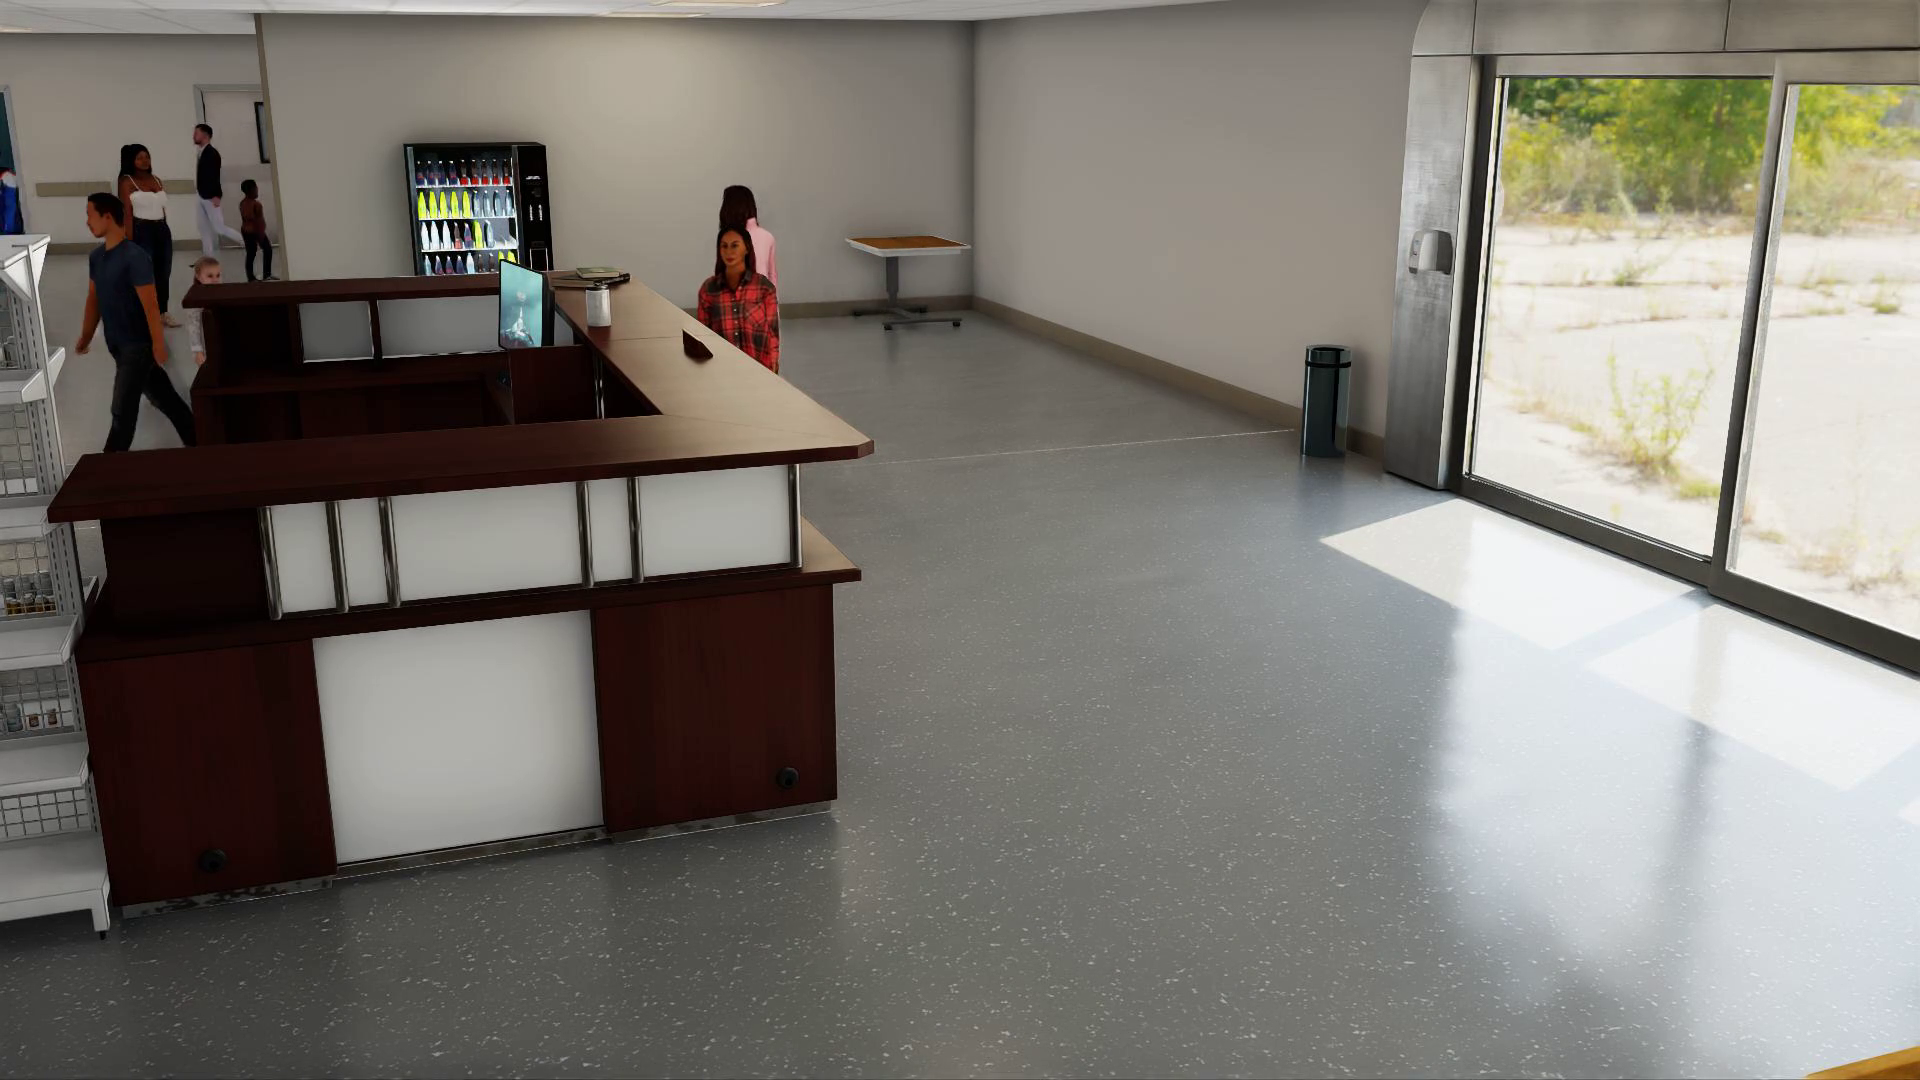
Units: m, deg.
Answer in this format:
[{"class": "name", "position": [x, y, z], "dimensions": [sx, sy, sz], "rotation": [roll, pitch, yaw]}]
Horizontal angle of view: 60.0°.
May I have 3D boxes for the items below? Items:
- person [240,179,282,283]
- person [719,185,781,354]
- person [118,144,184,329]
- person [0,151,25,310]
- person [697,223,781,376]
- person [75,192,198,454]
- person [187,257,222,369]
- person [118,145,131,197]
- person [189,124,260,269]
[{"class": "person", "position": [-8.470, -3.646, 19.797], "dimensions": [0.688, 1.241, 0.748], "rotation": [7, 17, 24]}, {"class": "person", "position": [-1.284, -1.337, 10.636], "dimensions": [1.109, 1.768, 0.860], "rotation": [-10, 19, -33]}, {"class": "person", "position": [-8.014, -2.980, 16.389], "dimensions": [0.808, 1.808, 0.745], "rotation": [8, 17, 25]}, {"class": "person", "position": [-10.061, -3.300, 17.656], "dimensions": [0.940, 1.736, 0.974], "rotation": [5, 16, 16]}, {"class": "person", "position": [-1.200, -0.893, 9.177], "dimensions": [0.608, 1.705, 0.751], "rotation": [0, 16, 1]}, {"class": "person", "position": [-4.912, -1.175, 10.096], "dimensions": [1.073, 1.749, 1.288], "rotation": [12, 20, 36]}, {"class": "person", "position": [-5.099, -1.301, 11.401], "dimensions": [0.658, 1.277, 0.582], "rotation": [12, 20, 36]}, {"class": "person", "position": [-10.058, -3.927, 20.070], "dimensions": [0.829, 1.634, 0.697], "rotation": [-1, 16, -2]}, {"class": "person", "position": [-9.565, -4.415, 21.460], "dimensions": [1.148, 1.818, 0.821], "rotation": [-10, 18, -31]}]
